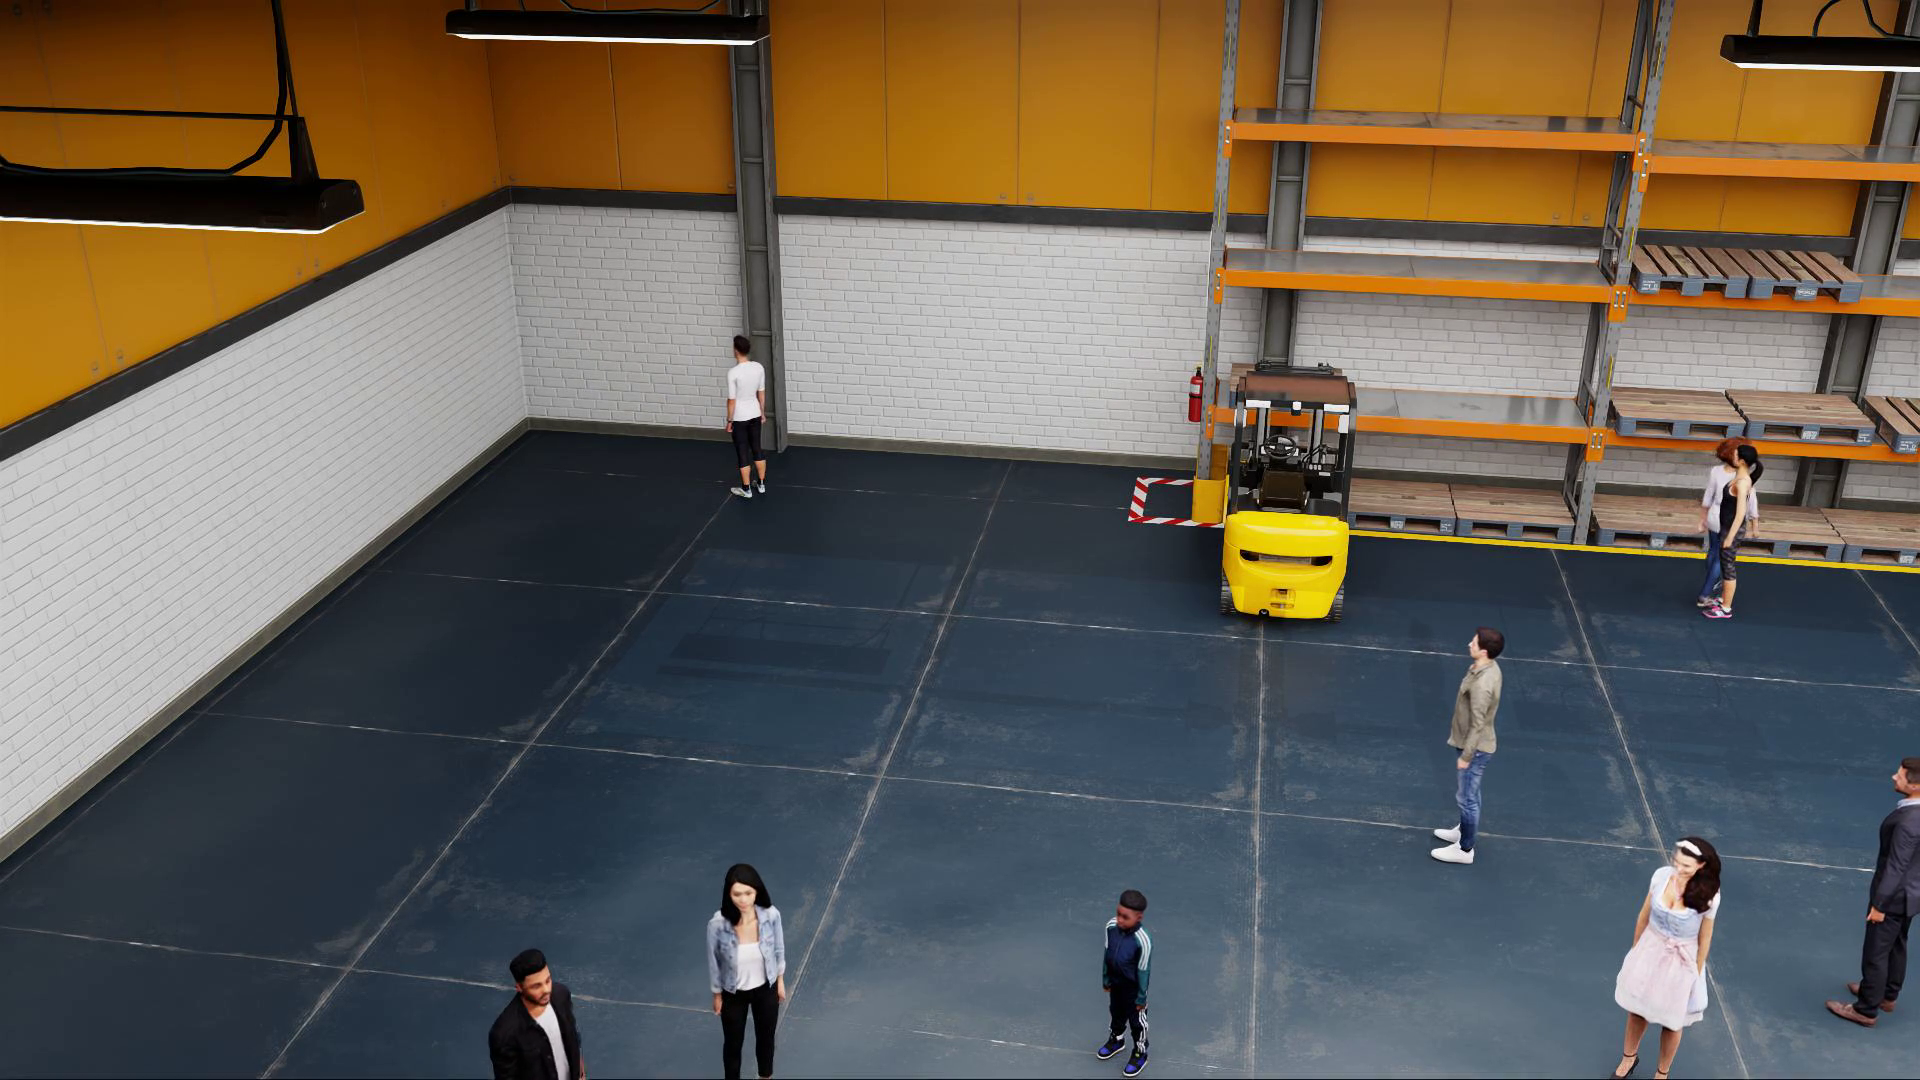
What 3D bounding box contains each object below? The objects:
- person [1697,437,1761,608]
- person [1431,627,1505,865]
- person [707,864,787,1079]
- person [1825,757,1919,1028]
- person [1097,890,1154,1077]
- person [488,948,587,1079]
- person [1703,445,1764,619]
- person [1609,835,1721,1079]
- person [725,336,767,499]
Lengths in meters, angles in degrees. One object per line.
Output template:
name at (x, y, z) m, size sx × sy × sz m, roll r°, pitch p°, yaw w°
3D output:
person at (7.326, -0.153, 16.021) m, size 1.022 × 1.690 × 0.938 m, roll -12°, pitch 26°, yaw -26°
person at (3.732, 1.484, 12.059) m, size 0.641 × 1.865 × 0.748 m, roll 8°, pitch 25°, yaw 19°
person at (-1.227, 2.613, 9.670) m, size 0.634 × 1.710 × 0.746 m, roll -8°, pitch 25°, yaw -17°
person at (5.864, 2.199, 10.423) m, size 0.739 × 1.866 × 0.778 m, roll -21°, pitch 31°, yaw -39°
person at (1.029, 2.662, 10.125) m, size 0.630 × 1.255 × 0.552 m, roll -21°, pitch 31°, yaw -39°
person at (-2.289, 2.904, 8.894) m, size 0.807 × 1.798 × 0.797 m, roll 14°, pitch 27°, yaw 28°
person at (7.360, -0.088, 15.827) m, size 0.591 × 1.727 × 0.614 m, roll 9°, pitch 25°, yaw 20°
person at (4.158, 2.508, 9.784) m, size 0.913 × 1.810 × 0.844 m, roll -21°, pitch 31°, yaw -39°
person at (-2.397, -1.391, 18.654) m, size 0.757 × 1.851 × 0.775 m, roll -21°, pitch 31°, yaw -39°
